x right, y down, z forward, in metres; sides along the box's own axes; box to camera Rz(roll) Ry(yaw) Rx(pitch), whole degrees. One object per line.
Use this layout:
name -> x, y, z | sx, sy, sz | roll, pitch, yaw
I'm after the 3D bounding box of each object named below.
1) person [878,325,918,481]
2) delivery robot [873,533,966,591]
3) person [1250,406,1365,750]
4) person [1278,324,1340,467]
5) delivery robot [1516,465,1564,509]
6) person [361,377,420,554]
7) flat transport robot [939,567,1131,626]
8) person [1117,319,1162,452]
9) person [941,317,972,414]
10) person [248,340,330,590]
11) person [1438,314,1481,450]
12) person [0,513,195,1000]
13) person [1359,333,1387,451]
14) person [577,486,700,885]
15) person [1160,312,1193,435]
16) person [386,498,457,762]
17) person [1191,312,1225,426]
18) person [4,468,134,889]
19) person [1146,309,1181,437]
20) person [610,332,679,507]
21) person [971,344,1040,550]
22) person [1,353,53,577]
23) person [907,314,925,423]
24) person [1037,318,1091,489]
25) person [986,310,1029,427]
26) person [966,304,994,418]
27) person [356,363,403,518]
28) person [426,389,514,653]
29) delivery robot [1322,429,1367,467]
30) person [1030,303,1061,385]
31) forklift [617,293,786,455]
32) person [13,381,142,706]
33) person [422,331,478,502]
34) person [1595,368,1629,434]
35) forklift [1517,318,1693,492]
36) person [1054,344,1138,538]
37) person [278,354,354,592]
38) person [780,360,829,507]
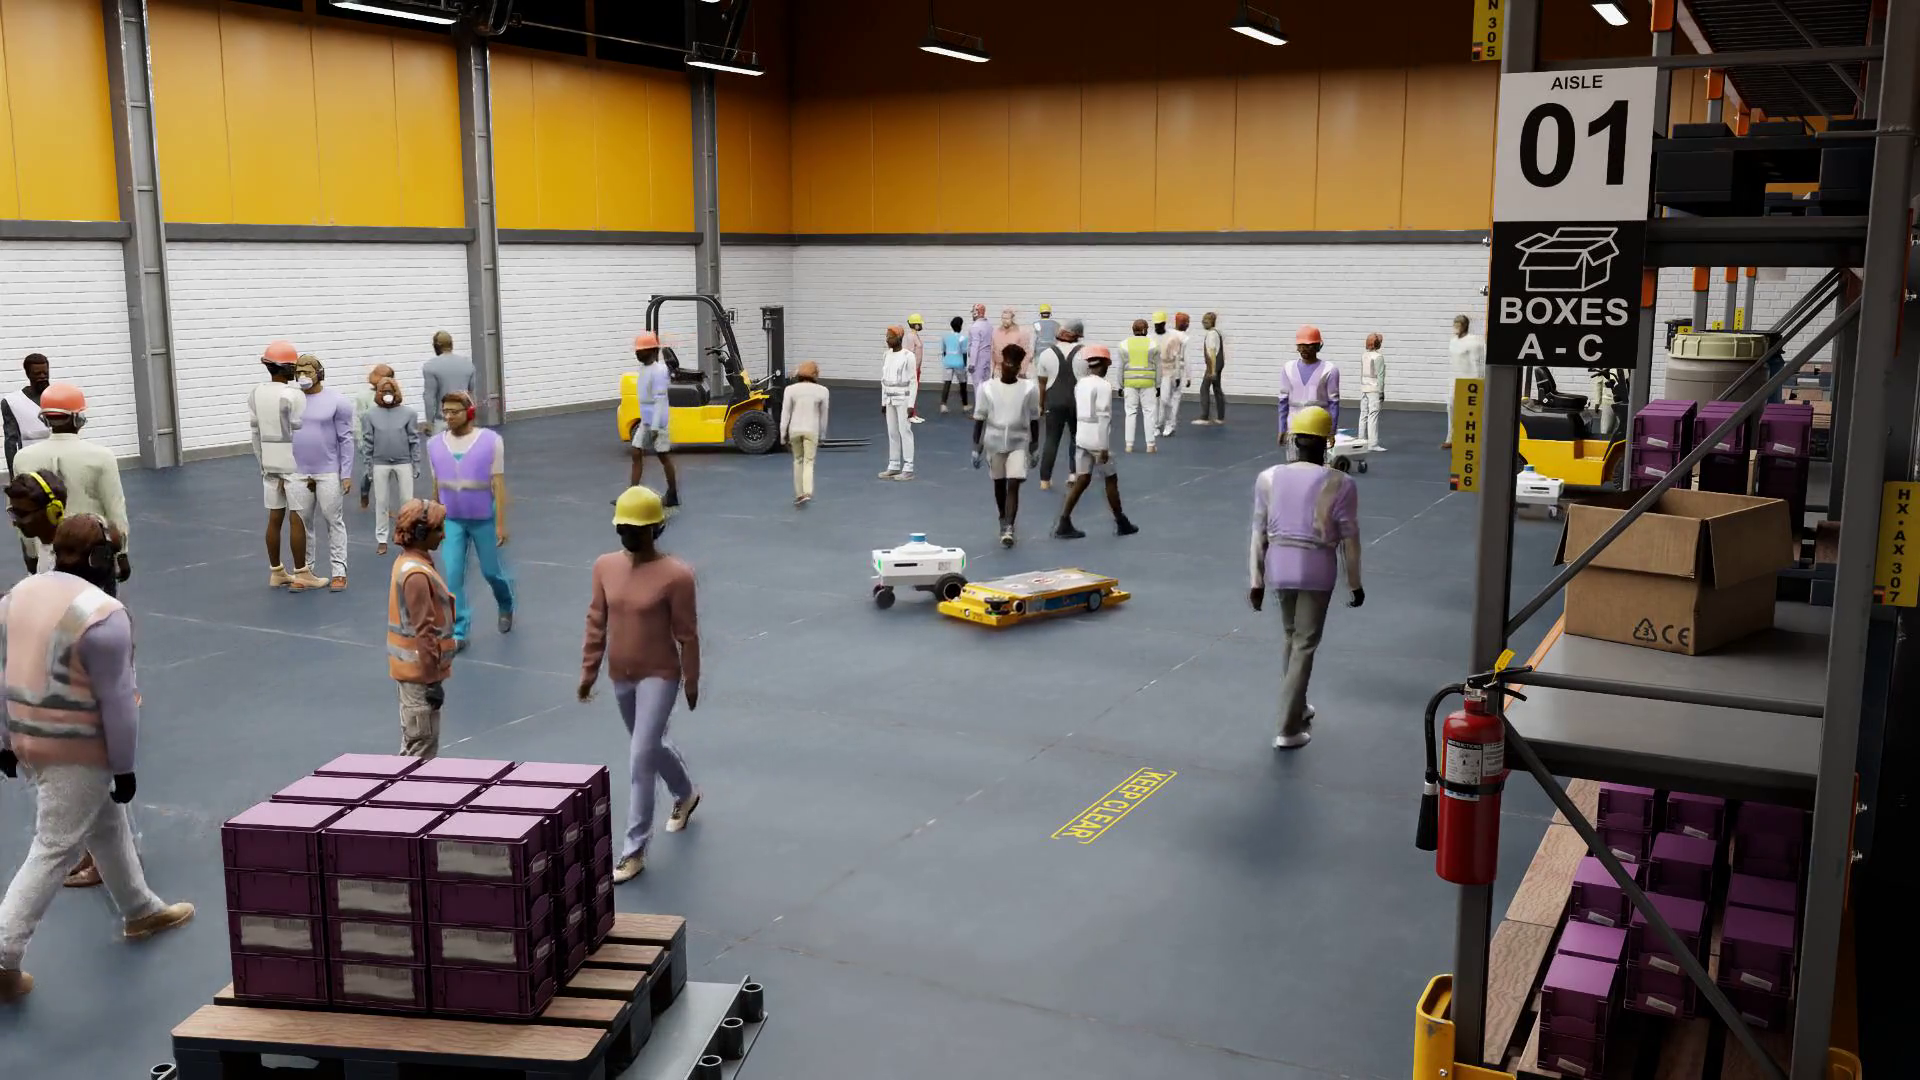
person -> -0.750, -1.659, 20.132 | 0.337, 1.882, 0.584 | -8, 13, -40
delivery robot -> -0.322, 0.190, 13.001 | 0.707, 0.478, 0.477 | -1, 10, -8
person -> 1.988, 0.196, 9.375 | 0.591, 1.892, 0.852 | 8, 13, 39
person -> 3.450, -1.118, 16.541 | 0.611, 2.042, 0.396 | 6, 11, 31
delivery robot -> 5.872, -0.534, 17.190 | 0.707, 0.478, 0.477 | 4, 11, 21
person -> -5.192, -0.680, 15.213 | 0.502, 1.627, 0.277 | -3, 10, -17
flat transport robot -> 0.586, 0.418, 12.773 | 1.431, 0.197, 0.652 | -9, 13, -41
person -> 2.485, -2.127, 22.983 | 0.619, 1.840, 0.430 | 2, 10, 12
person -> -0.086, -2.992, 28.512 | 0.541, 1.650, 0.864 | 5, 11, 27
person -> -5.472, -0.600, 13.542 | 0.607, 2.044, 0.378 | 5, 11, 25
person -> 7.090, -2.192, 23.153 | 0.723, 1.912, 0.660 | -3, 10, -14
person -> -3.412, 0.788, 6.294 | 0.689, 1.780, 0.970 | 6, 12, 32
person -> 5.727, -2.051, 23.098 | 0.308, 1.644, 0.516 | -3, 10, -18
person -> -1.407, 0.591, 7.558 | 0.522, 1.727, 0.879 | 5, 11, 26
person -> 3.221, -2.492, 25.040 | 0.629, 1.875, 0.391 | 9, 13, 43
person -> -2.457, 0.624, 7.626 | 0.312, 1.639, 0.512 | -4, 11, -23
person -> 4.015, -2.725, 26.580 | 0.473, 1.814, 0.660 | 4, 11, 22
person -> -3.826, 0.604, 7.145 | 0.442, 1.845, 0.537 | -8, 13, -39
person -> 2.978, -2.479, 24.806 | 0.609, 1.909, 0.433 | 6, 11, 30
person -> -3.393, -1.264, 17.783 | 0.874, 1.901, 0.577 | -7, 12, -35
person -> 0.422, -0.883, 15.597 | 0.644, 1.896, 1.062 | 1, 10, 5
person -> -7.679, -0.606, 13.937 | 0.374, 1.916, 0.596 | 7, 12, 34
person -> -0.725, -2.783, 26.984 | 0.312, 1.768, 0.522 | 1, 10, 9
person -> 1.256, -1.617, 19.438 | 0.702, 2.000, 0.537 | 2, 10, 12
person -> 0.754, -2.685, 26.160 | 0.665, 1.864, 0.907 | 5, 11, 25
person -> 0.303, -2.968, 27.662 | 0.401, 1.905, 0.679 | 5, 11, 28
person -> -6.068, -1.043, 17.354 | 0.501, 1.613, 0.527 | -8, 13, -39
person -> -3.405, -0.159, 11.636 | 0.571, 1.821, 0.818 | 1, 10, 5
delivery robot -> 4.723, -1.132, 20.654 | 0.707, 0.478, 0.477 | -7, 12, -36
person -> 1.556, -3.403, 30.383 | 0.602, 1.828, 0.404 | -2, 10, -13
forklift -> -3.588, -2.317, 23.042 | 2.313, 2.155, 1.214 | -1, 10, -5
person -> -5.221, 0.063, 9.837 | 0.612, 1.997, 0.375 | -1, 10, -4
person -> -5.509, -1.300, 18.012 | 0.527, 1.913, 0.651 | 8, 12, 37
person -> 8.253, -1.749, 20.804 | 0.601, 1.830, 0.403 | 4, 11, 21
forklift -> 7.066, -1.601, 18.899 | 2.313, 2.155, 1.214 | 5, 11, 27
person -> 1.296, -0.948, 16.074 | 0.931, 1.875, 0.618 | -5, 11, -29
person -> -5.225, -0.538, 13.485 | 0.632, 1.940, 0.372 | -1, 10, -3
person -> -1.697, -1.148, 18.016 | 0.506, 1.589, 0.687 | 1, 10, 7
